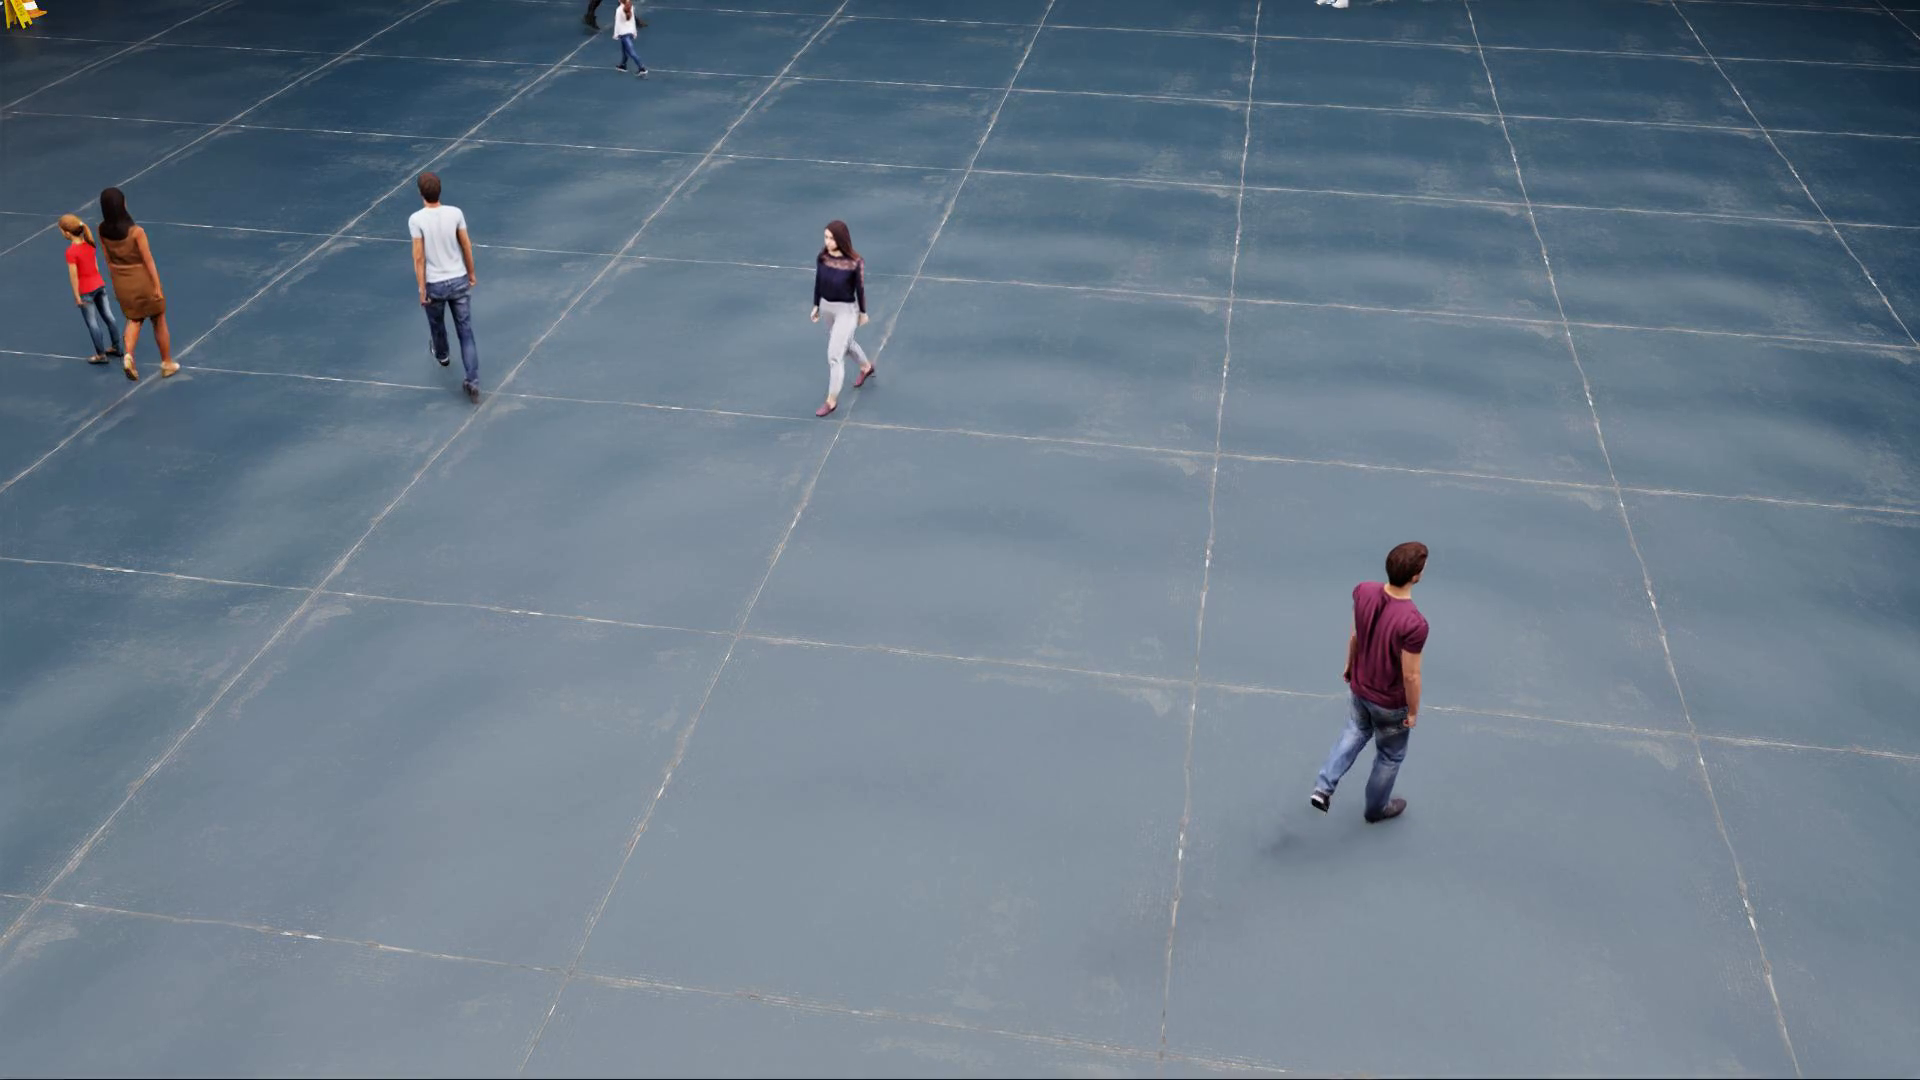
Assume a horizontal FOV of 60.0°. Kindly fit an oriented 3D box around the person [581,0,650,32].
[{"bbox_3d":[-4.847,-7.800,22.668,1.229,1.747,1.044,-14,35,-20],"label":"person"}]

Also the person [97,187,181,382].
[{"bbox_3d":[-6.774,-2.022,13.584,0.806,1.666,0.663,4,32,7],"label":"person"}]

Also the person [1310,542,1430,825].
[{"bbox_3d":[2.204,0.817,8.923,1.015,1.839,0.957,-21,38,-29],"label":"person"}]

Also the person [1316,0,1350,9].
[{"bbox_3d":[5.562,-8.484,23.771,0.773,1.728,0.704,-6,33,-9],"label":"person"}]

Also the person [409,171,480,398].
[{"bbox_3d":[-4.119,-2.020,13.436,1.197,1.821,1.196,-17,36,-24],"label":"person"}]

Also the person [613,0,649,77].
[{"bbox_3d":[-4.204,-6.444,21.135,0.831,1.089,0.574,14,35,21],"label":"person"}]

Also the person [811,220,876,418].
[{"bbox_3d":[-0.925,-1.823,13.357,1.077,1.572,0.983,23,39,32],"label":"person"}]

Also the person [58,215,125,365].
[{"bbox_3d":[-7.342,-2.135,14.100,0.550,1.307,0.522,10,34,15],"label":"person"}]
